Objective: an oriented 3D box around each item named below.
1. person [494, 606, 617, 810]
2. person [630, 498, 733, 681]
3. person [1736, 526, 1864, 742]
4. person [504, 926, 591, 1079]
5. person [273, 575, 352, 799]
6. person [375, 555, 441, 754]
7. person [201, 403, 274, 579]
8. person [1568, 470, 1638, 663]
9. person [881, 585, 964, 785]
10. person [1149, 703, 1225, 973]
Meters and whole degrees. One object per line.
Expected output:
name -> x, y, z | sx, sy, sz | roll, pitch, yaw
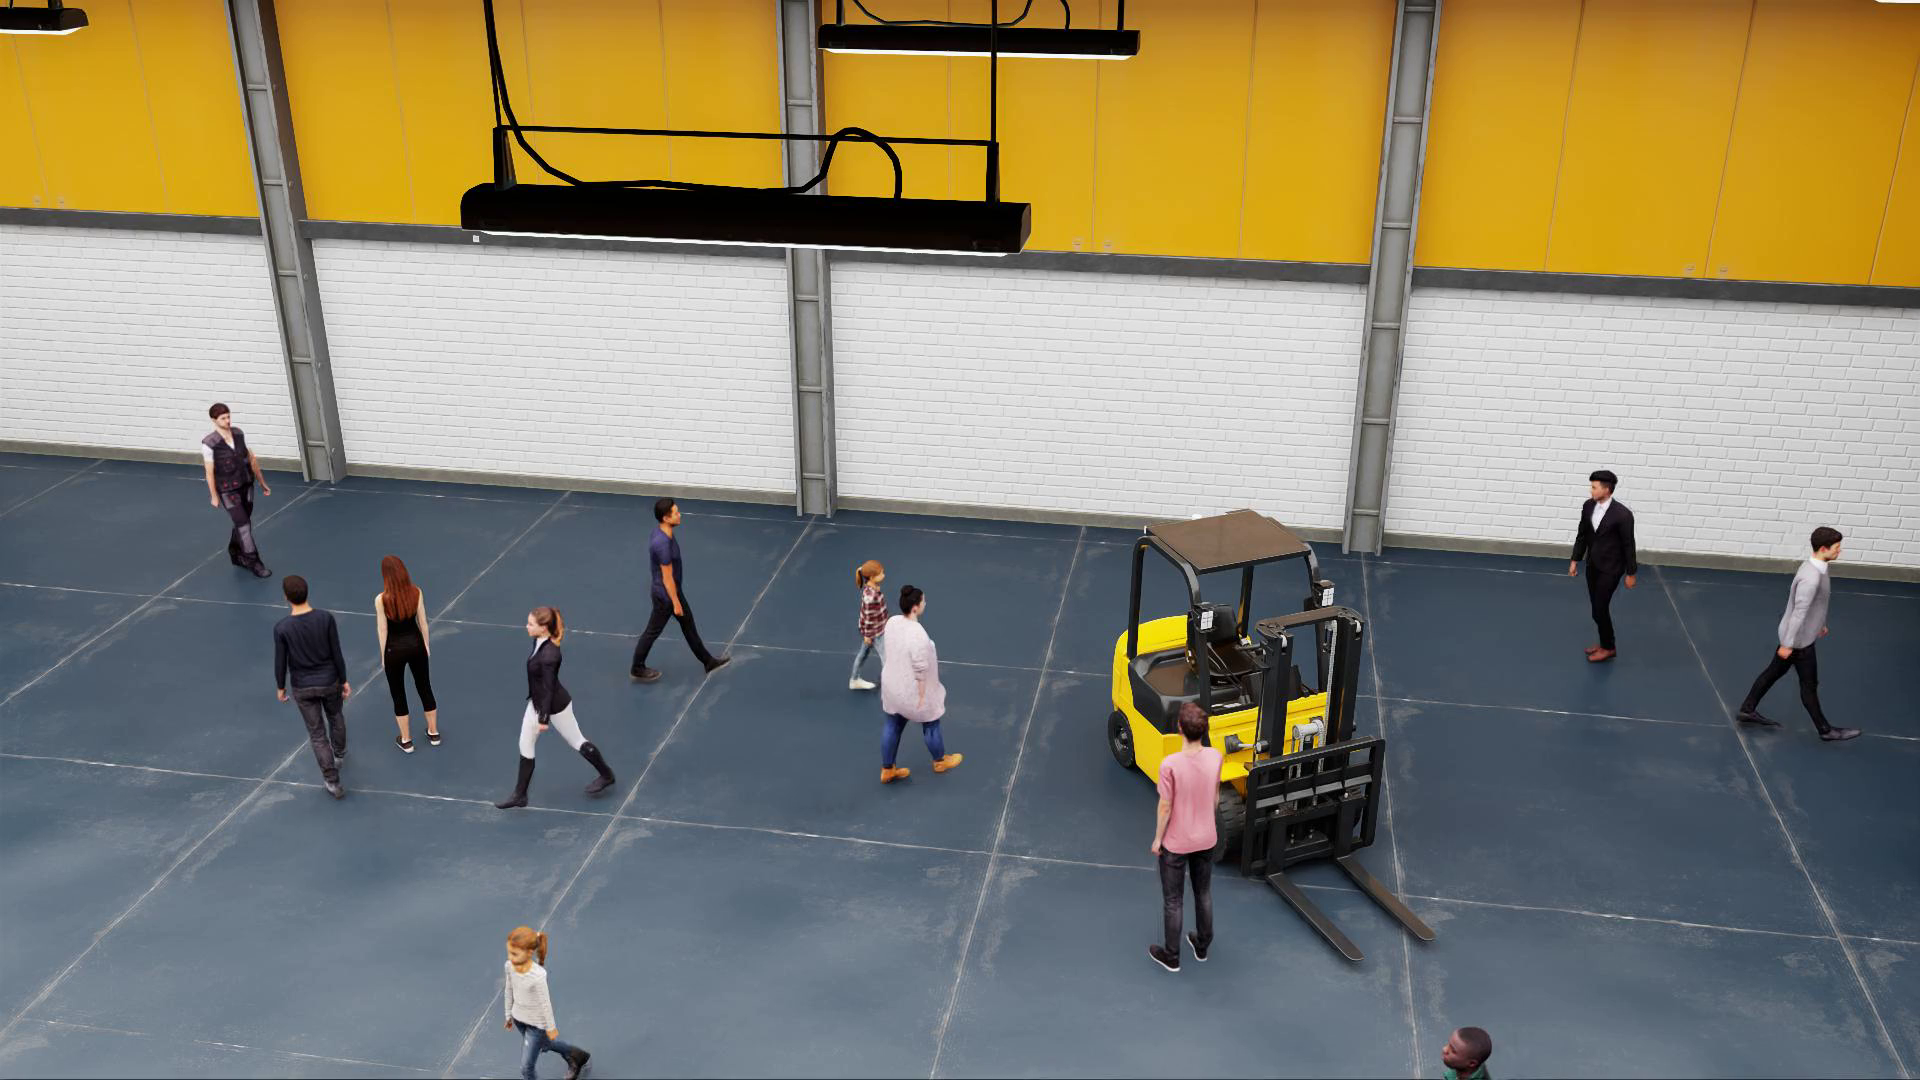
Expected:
person -> -3.080, 1.318, 12.918 | 1.221, 1.680, 1.051 | -11, 26, -23
person -> -2.682, 0.488, 14.743 | 1.214, 1.738, 0.852 | -1, 24, -3
person -> 6.913, 0.781, 13.909 | 1.284, 1.870, 0.999 | 12, 26, 25
person -> -2.493, 2.838, 9.930 | 0.926, 1.288, 0.822 | 17, 29, 34
person -> -5.025, 1.180, 13.023 | 1.024, 1.848, 1.072 | -14, 27, -29
person -> -4.588, 0.930, 13.749 | 0.640, 1.724, 0.692 | -18, 29, -35
person -> -7.463, -0.533, 16.970 | 1.057, 1.826, 0.836 | 10, 26, 22
person -> 5.956, 0.248, 15.173 | 0.892, 1.834, 0.867 | -14, 27, -28
person -> -0.483, 1.175, 13.196 | 1.051, 1.719, 1.004 | -18, 29, -35
person -> 1.515, 1.978, 11.060 | 0.665, 1.959, 0.774 | -10, 25, -21
